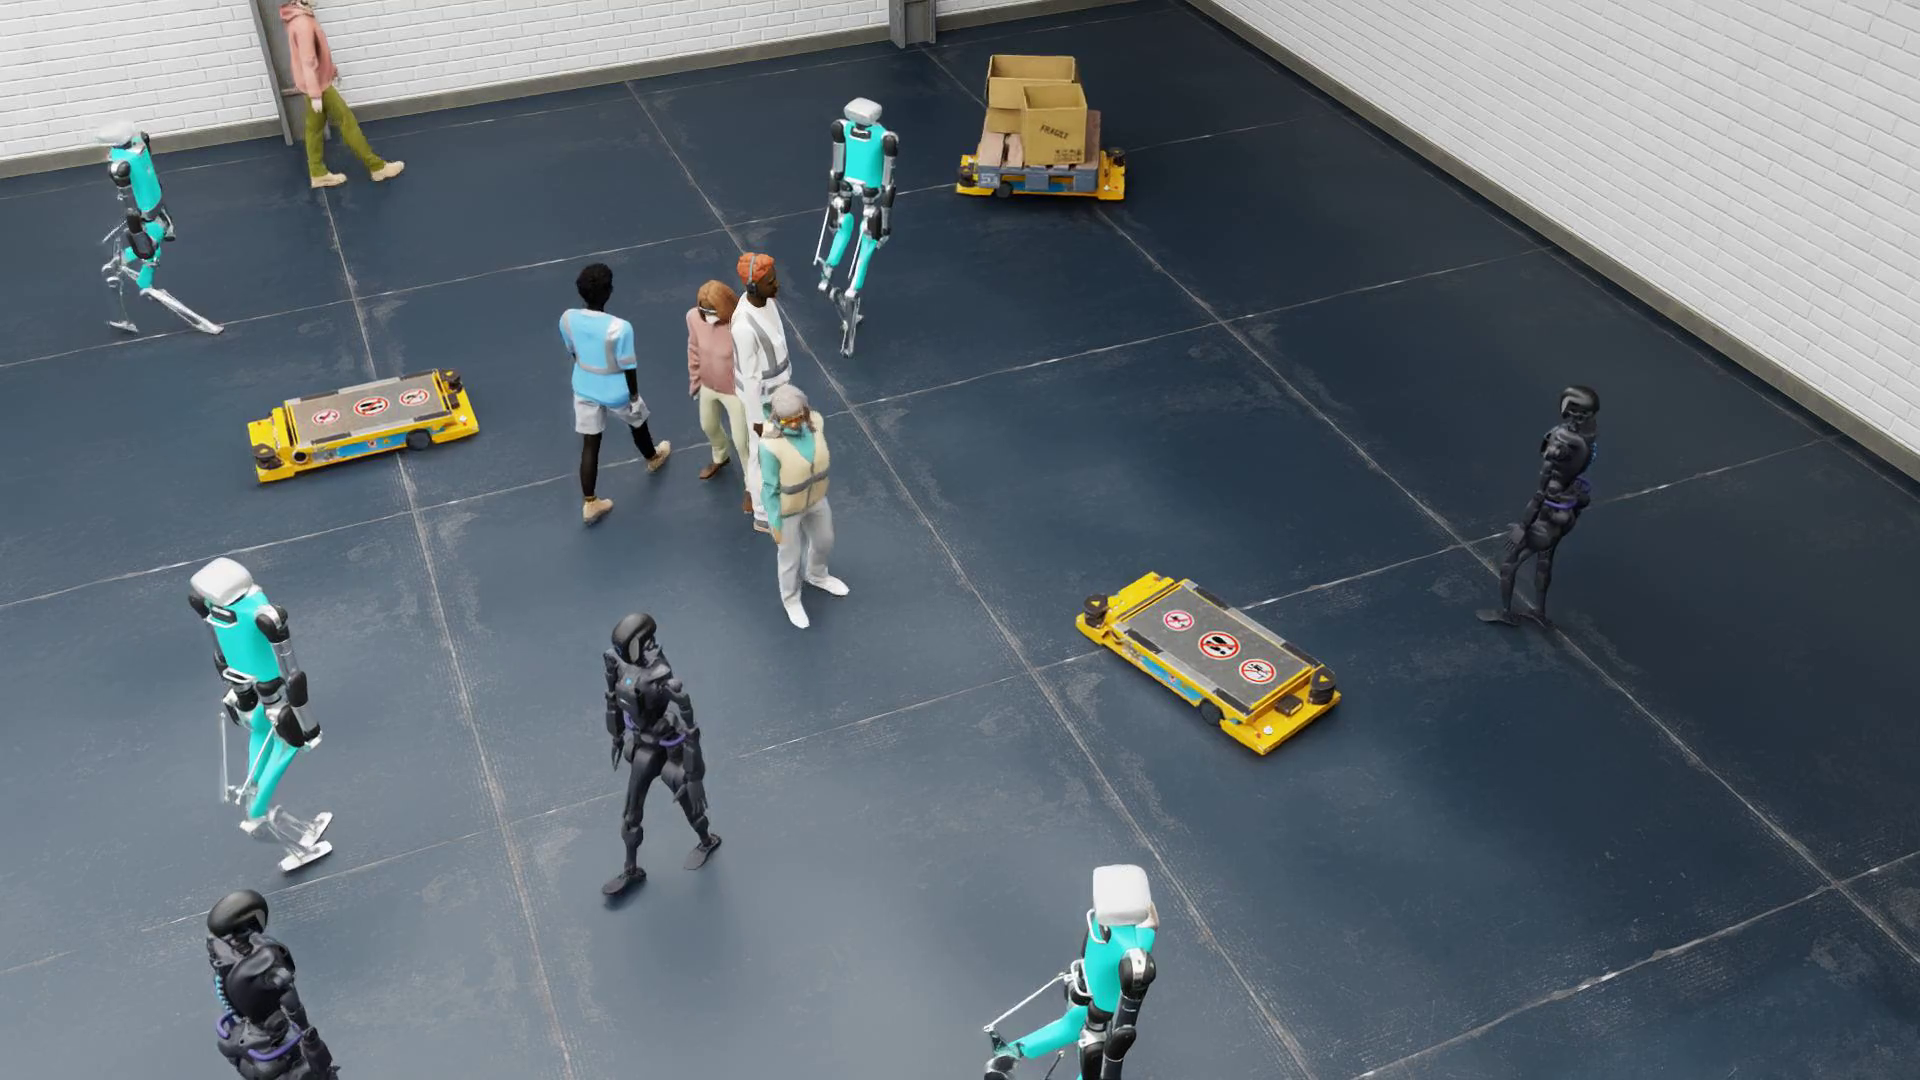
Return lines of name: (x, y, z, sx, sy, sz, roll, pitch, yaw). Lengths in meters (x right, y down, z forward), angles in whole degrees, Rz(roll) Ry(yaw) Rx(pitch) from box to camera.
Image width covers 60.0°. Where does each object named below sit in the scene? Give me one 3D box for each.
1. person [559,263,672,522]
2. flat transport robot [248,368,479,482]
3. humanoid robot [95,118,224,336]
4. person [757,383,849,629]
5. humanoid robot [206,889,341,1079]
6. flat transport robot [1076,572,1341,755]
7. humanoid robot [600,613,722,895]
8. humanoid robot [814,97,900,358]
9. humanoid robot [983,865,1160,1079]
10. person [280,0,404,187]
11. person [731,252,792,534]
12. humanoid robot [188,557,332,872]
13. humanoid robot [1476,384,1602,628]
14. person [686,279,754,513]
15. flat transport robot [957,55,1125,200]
person: (-2.197, -0.962, 10.392, 0.533, 1.641, 0.903, 12, 39, 16)
flat transport robot: (-4.062, -0.794, 11.308, 1.431, 0.231, 0.659, -15, 40, -19)
humanoid robot: (-6.043, -2.181, 11.937, 0.990, 1.774, 0.572, -1, 38, -2)
person: (-0.911, -0.204, 9.373, 0.411, 1.681, 0.541, 31, 47, 34)
humanoid robot: (-2.681, 2.013, 6.507, 0.618, 1.640, 0.380, 21, 42, 25)
flat transport robot: (1.391, 0.643, 9.436, 0.659, 0.231, 1.431, -28, 46, -32)
humanoid robot: (-1.434, 1.028, 7.795, 0.601, 1.637, 0.641, 22, 43, 26)
humanoid robot: (-0.817, -2.159, 11.950, 0.552, 1.873, 0.846, 17, 41, 21)
humanoid robot: (0.361, 1.995, 6.563, 0.736, 1.891, 0.546, -5, 38, -6)
person: (-5.269, -3.873, 14.052, 0.878, 1.802, 0.564, -15, 40, -18)
person: (-1.178, -0.889, 10.107, 0.351, 1.882, 0.582, 3, 38, 4)
humanoid robot: (-3.375, 0.941, 7.823, 0.558, 1.762, 0.683, 16, 40, 20)
humanoid robot: (3.302, -0.185, 9.352, 0.377, 1.648, 0.585, 29, 46, 32)
person: (-1.458, -0.961, 10.410, 0.652, 1.617, 0.440, 17, 41, 21)
flat transport robot: (0.710, -3.198, 14.436, 1.431, 0.231, 0.659, 3, 38, 4)
